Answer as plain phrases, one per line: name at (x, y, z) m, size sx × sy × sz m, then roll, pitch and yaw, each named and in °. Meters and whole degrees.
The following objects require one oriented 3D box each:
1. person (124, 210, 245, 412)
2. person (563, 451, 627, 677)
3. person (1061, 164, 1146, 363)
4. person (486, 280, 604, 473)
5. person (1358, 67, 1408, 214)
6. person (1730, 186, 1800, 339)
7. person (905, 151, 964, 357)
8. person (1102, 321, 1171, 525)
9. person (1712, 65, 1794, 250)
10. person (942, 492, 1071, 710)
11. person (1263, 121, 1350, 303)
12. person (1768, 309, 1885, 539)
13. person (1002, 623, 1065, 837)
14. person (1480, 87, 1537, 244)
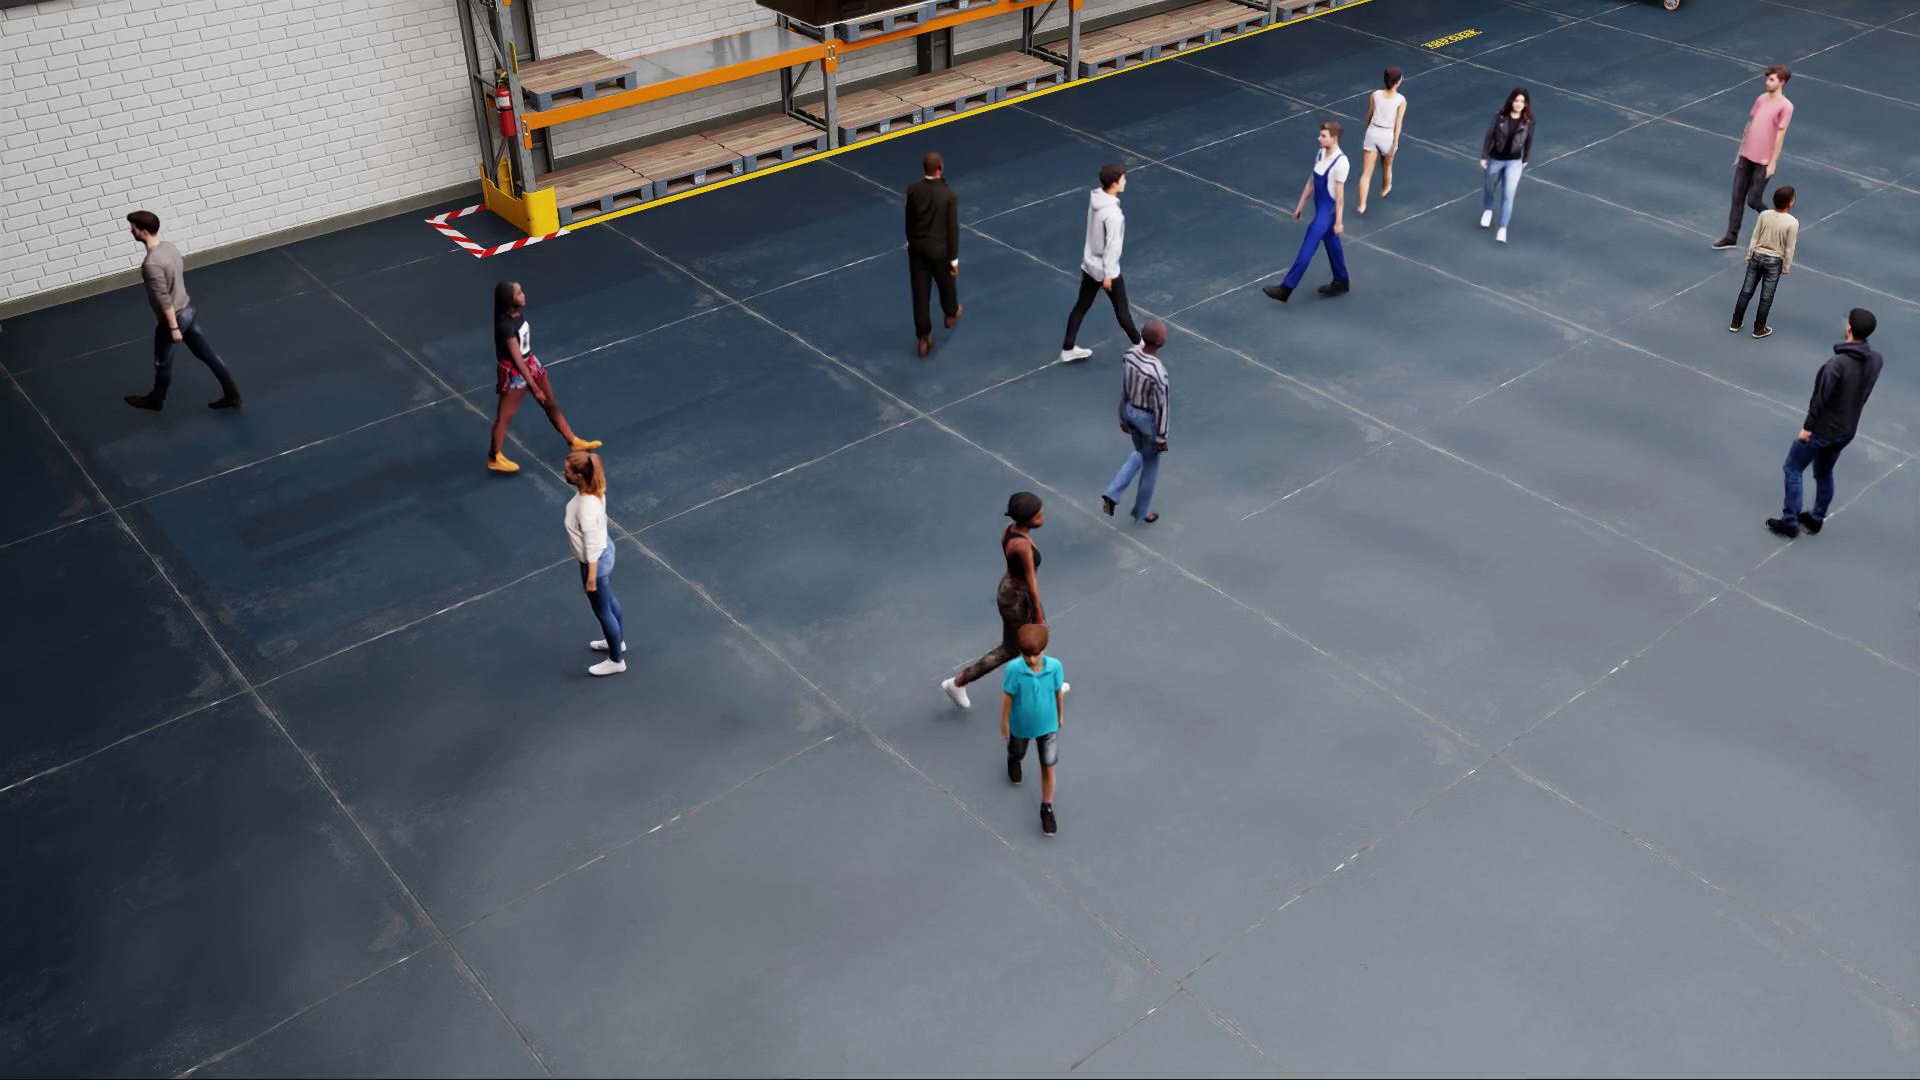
person at (-6.615, -1.897, 14.227) m, size 1.308 × 1.861 × 1.177 m, roll -1°, pitch 34°, yaw -2°
person at (-2.460, 0.145, 11.282) m, size 0.706 × 1.719 × 0.685 m, roll -3°, pitch 34°, yaw -5°
person at (1.186, -2.444, 15.040) m, size 1.295 × 1.871 × 0.972 m, roll -11°, pitch 35°, yaw -16°
person at (-3.655, -1.266, 13.447) m, size 1.226 × 1.674 × 1.082 m, roll -1°, pitch 34°, yaw -2°
person at (4.561, -4.323, 18.147) m, size 0.873 × 1.562 × 1.160 m, roll 15°, pitch 36°, yaw 21°
person at (7.604, -2.629, 15.687) m, size 0.575 × 1.463 × 0.520 m, roll 28°, pitch 43°, yaw 35°
person at (-0.292, -2.591, 15.263) m, size 1.133 × 1.869 × 1.288 m, roll 8°, pitch 34°, yaw 12°
person at (1.339, -0.842, 12.713) m, size 0.773 × 1.778 × 0.680 m, roll -21°, pitch 39°, yaw -28°
person at (8.338, -3.944, 17.227) m, size 0.979 × 1.949 × 0.802 m, roll -13°, pitch 36°, yaw -19°
person at (0.296, 0.444, 10.880) m, size 1.159 × 1.666 × 0.981 m, roll -3°, pitch 34°, yaw -4°
person at (3.656, -3.193, 16.232) m, size 1.310 × 1.799 × 0.993 m, roll -9°, pitch 35°, yaw -13°
person at (6.636, -0.851, 12.640) m, size 0.652 × 1.876 × 0.821 m, roll -15°, pitch 37°, yaw -22°
person at (0.432, 1.056, 10.183) m, size 0.953 × 1.419 × 0.920 m, roll -3°, pitch 34°, yaw -5°
person at (5.764, -4.021, 17.665) m, size 1.033 × 1.592 × 1.203 m, roll 10°, pitch 35°, yaw 14°
